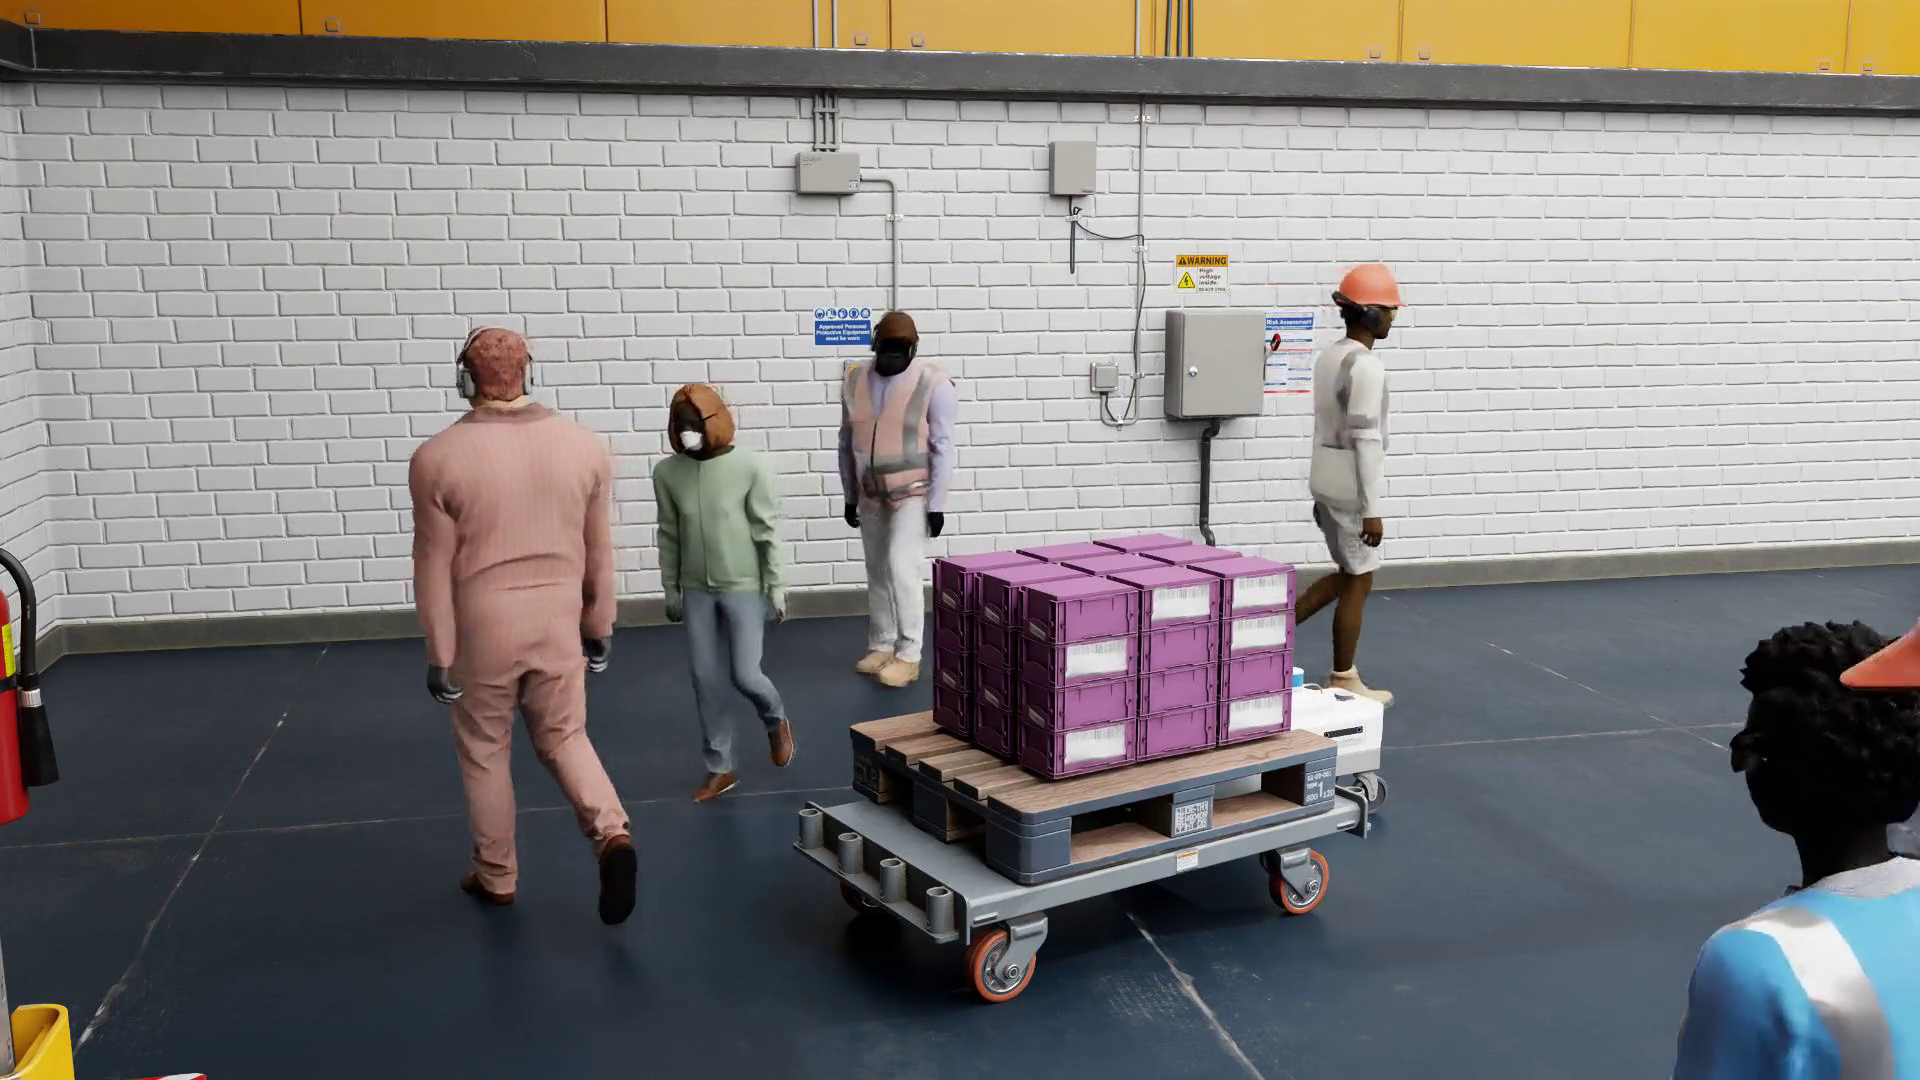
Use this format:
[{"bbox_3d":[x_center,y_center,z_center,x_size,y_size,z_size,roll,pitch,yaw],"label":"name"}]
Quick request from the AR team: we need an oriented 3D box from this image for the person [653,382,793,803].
[{"bbox_3d":[-0.884,0.188,6.362,0.532,1.610,0.504,3,11,18],"label":"person"}]

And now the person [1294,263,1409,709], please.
[{"bbox_3d":[1.685,-0.219,7.465,0.591,2.030,0.607,-1,10,-4],"label":"person"}]

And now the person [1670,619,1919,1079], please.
[{"bbox_3d":[0.988,0.924,2.104,0.541,1.678,0.580,-9,13,-40],"label":"person"}]

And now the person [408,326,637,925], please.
[{"bbox_3d":[-1.335,0.286,5.131,0.651,1.881,0.781,-8,13,-37],"label":"person"}]

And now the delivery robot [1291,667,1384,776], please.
[{"bbox_3d":[1.212,0.712,6.143,0.707,0.478,0.477,-5,11,-26],"label":"delivery robot"}]

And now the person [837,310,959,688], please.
[{"bbox_3d":[-0.320,-0.187,7.964,0.632,1.808,0.559,7,12,33],"label":"person"}]

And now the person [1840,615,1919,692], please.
[{"bbox_3d":[0.795,0.909,1.311,1.024,1.990,0.615,8,13,36],"label":"person"}]
